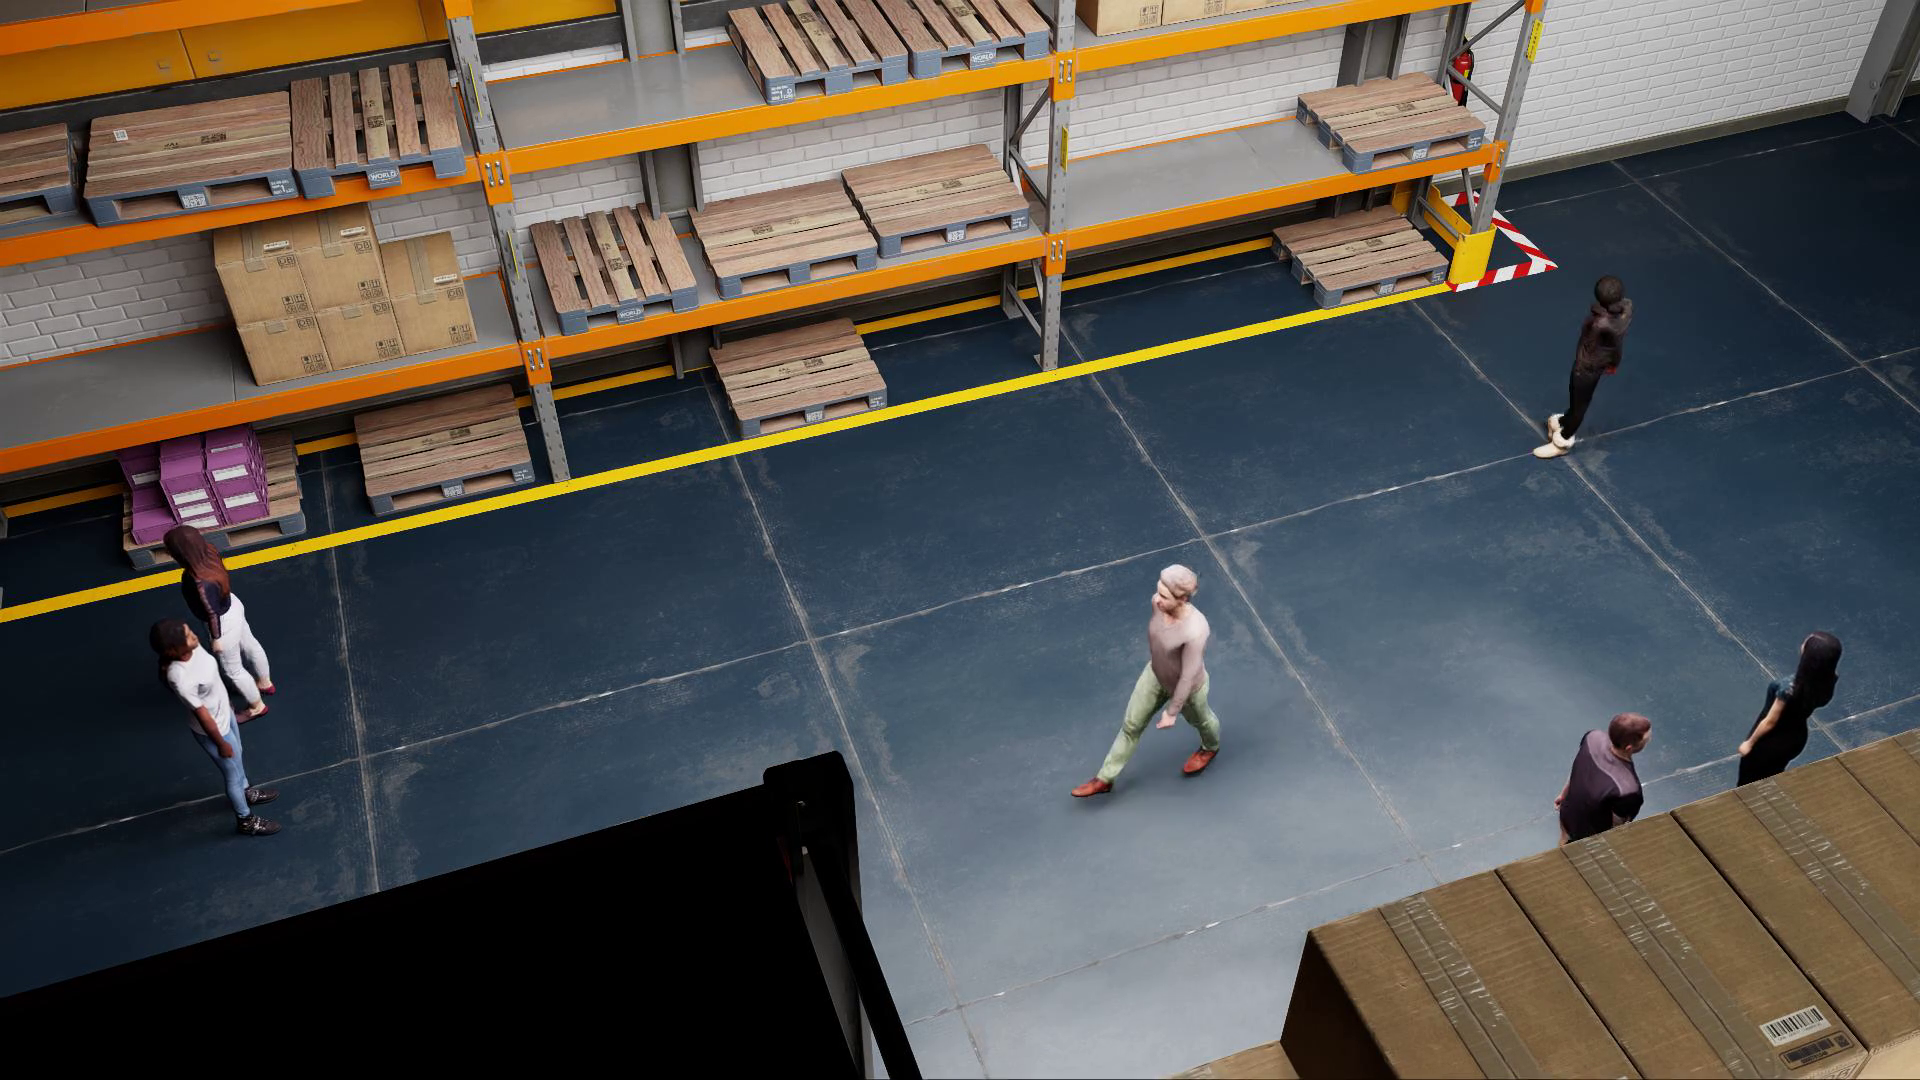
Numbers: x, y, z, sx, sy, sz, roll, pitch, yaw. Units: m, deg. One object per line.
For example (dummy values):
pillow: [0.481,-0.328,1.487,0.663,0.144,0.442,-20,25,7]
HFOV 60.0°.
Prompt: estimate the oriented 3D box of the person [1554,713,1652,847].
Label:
person: [3.362,1.612,9.165,1.321,1.789,0.995,0,44,0]

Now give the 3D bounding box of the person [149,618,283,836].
person: [-4.377,1.079,9.775,0.530,1.719,0.587,-12,45,-12]

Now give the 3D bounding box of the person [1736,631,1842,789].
person: [4.747,1.162,9.675,0.441,1.736,0.637,-17,46,-17]

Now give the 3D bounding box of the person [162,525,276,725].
person: [-4.649,0.502,10.464,0.552,1.605,0.606,-8,44,-8]

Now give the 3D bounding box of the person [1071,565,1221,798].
person: [1.366,0.840,9.963,1.352,1.805,0.879,-25,49,-24]

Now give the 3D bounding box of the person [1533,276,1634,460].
person: [4.734,-1.320,12.349,0.825,1.642,0.733,8,44,9]
